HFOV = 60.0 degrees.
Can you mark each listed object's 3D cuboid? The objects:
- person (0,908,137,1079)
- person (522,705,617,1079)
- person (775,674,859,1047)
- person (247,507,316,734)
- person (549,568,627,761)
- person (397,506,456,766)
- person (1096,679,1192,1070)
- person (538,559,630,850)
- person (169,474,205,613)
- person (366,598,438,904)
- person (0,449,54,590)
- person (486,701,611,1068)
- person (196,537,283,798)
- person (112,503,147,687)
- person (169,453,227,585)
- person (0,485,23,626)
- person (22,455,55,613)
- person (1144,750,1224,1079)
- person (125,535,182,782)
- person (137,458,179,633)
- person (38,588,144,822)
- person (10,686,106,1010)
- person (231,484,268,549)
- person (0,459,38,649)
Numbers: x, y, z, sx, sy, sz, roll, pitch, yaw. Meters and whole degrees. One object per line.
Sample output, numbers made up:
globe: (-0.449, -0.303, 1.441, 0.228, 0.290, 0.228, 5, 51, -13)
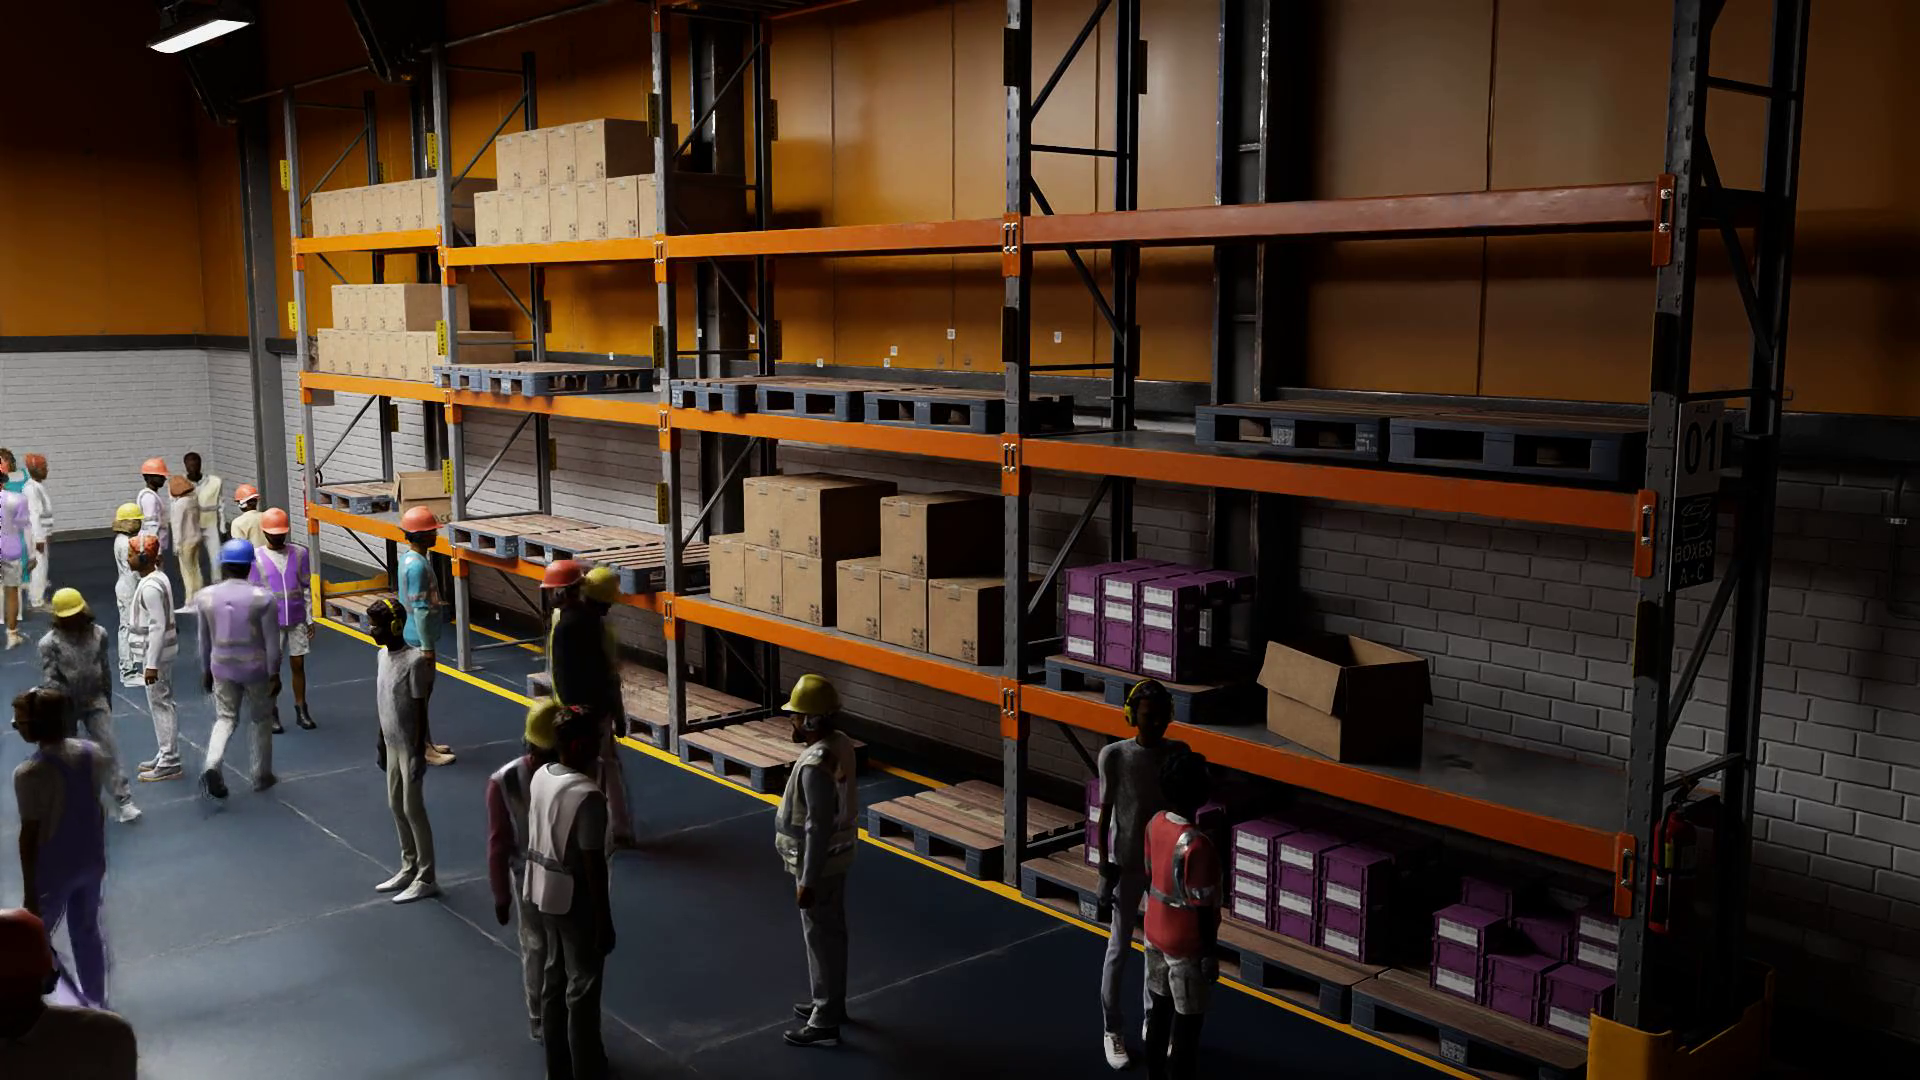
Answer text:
person: (-2.629, 1.990, 4.716, 0.618, 1.986, 0.408, -4, 9, -25)
person: (-1.753, 1.654, 7.517, 0.396, 1.847, 0.565, -7, 11, -39)
person: (-0.705, 1.563, 8.197, 0.404, 1.832, 0.600, 1, 8, 6)
person: (-5.736, 0.676, 14.058, 0.549, 1.925, 0.384, -7, 11, -40)
person: (-2.540, 1.116, 11.203, 0.638, 1.880, 0.379, 5, 9, 30)
person: (-4.215, 0.752, 13.093, 0.363, 2.048, 0.612, -3, 9, -23)
person: (0.897, 1.578, 7.964, 0.518, 1.873, 0.328, -3, 9, -21)
person: (-2.599, 1.104, 10.968, 0.859, 1.953, 0.633, 2, 8, 11)
person: (-9.053, 0.045, 19.467, 0.294, 1.624, 0.561, 0, 8, 2)
person: (-3.422, 1.272, 10.163, 0.525, 1.856, 0.350, 7, 11, 42)
person: (-11.834, -0.258, 20.991, 0.410, 1.801, 0.625, 6, 10, 35)
person: (-1.937, 1.630, 7.943, 0.606, 1.778, 0.839, -4, 9, -24)
person: (-5.291, 0.946, 12.179, 0.613, 1.926, 0.751, 0, 8, 0)
person: (-7.858, 0.514, 15.805, 0.322, 1.742, 0.493, -5, 10, -31)
person: (-9.030, -0.108, 19.732, 0.602, 1.862, 0.852, -4, 9, -25)
person: (-10.809, 0.145, 18.724, 0.307, 1.641, 0.513, 4, 9, 23)
person: (-10.840, -0.070, 19.493, 0.440, 1.868, 0.726, -3, 9, -22)
person: (0.986, 1.759, 7.310, 0.318, 1.697, 0.533, -3, 9, -19)
person: (-6.149, 0.892, 12.685, 0.341, 1.882, 0.587, -3, 9, -23)
person: (-8.809, 0.069, 18.236, 0.376, 1.934, 0.548, -5, 9, -29)
person: (-6.137, 1.151, 11.602, 0.899, 1.677, 0.507, 6, 10, 36)
person: (-4.322, 1.591, 8.038, 0.384, 1.831, 0.549, 3, 9, 21)
person: (-7.405, 0.286, 17.407, 0.357, 1.739, 0.571, 3, 9, 20)
person: (-10.043, 0.135, 17.425, 0.629, 2.029, 0.408, -2, 8, -13)
